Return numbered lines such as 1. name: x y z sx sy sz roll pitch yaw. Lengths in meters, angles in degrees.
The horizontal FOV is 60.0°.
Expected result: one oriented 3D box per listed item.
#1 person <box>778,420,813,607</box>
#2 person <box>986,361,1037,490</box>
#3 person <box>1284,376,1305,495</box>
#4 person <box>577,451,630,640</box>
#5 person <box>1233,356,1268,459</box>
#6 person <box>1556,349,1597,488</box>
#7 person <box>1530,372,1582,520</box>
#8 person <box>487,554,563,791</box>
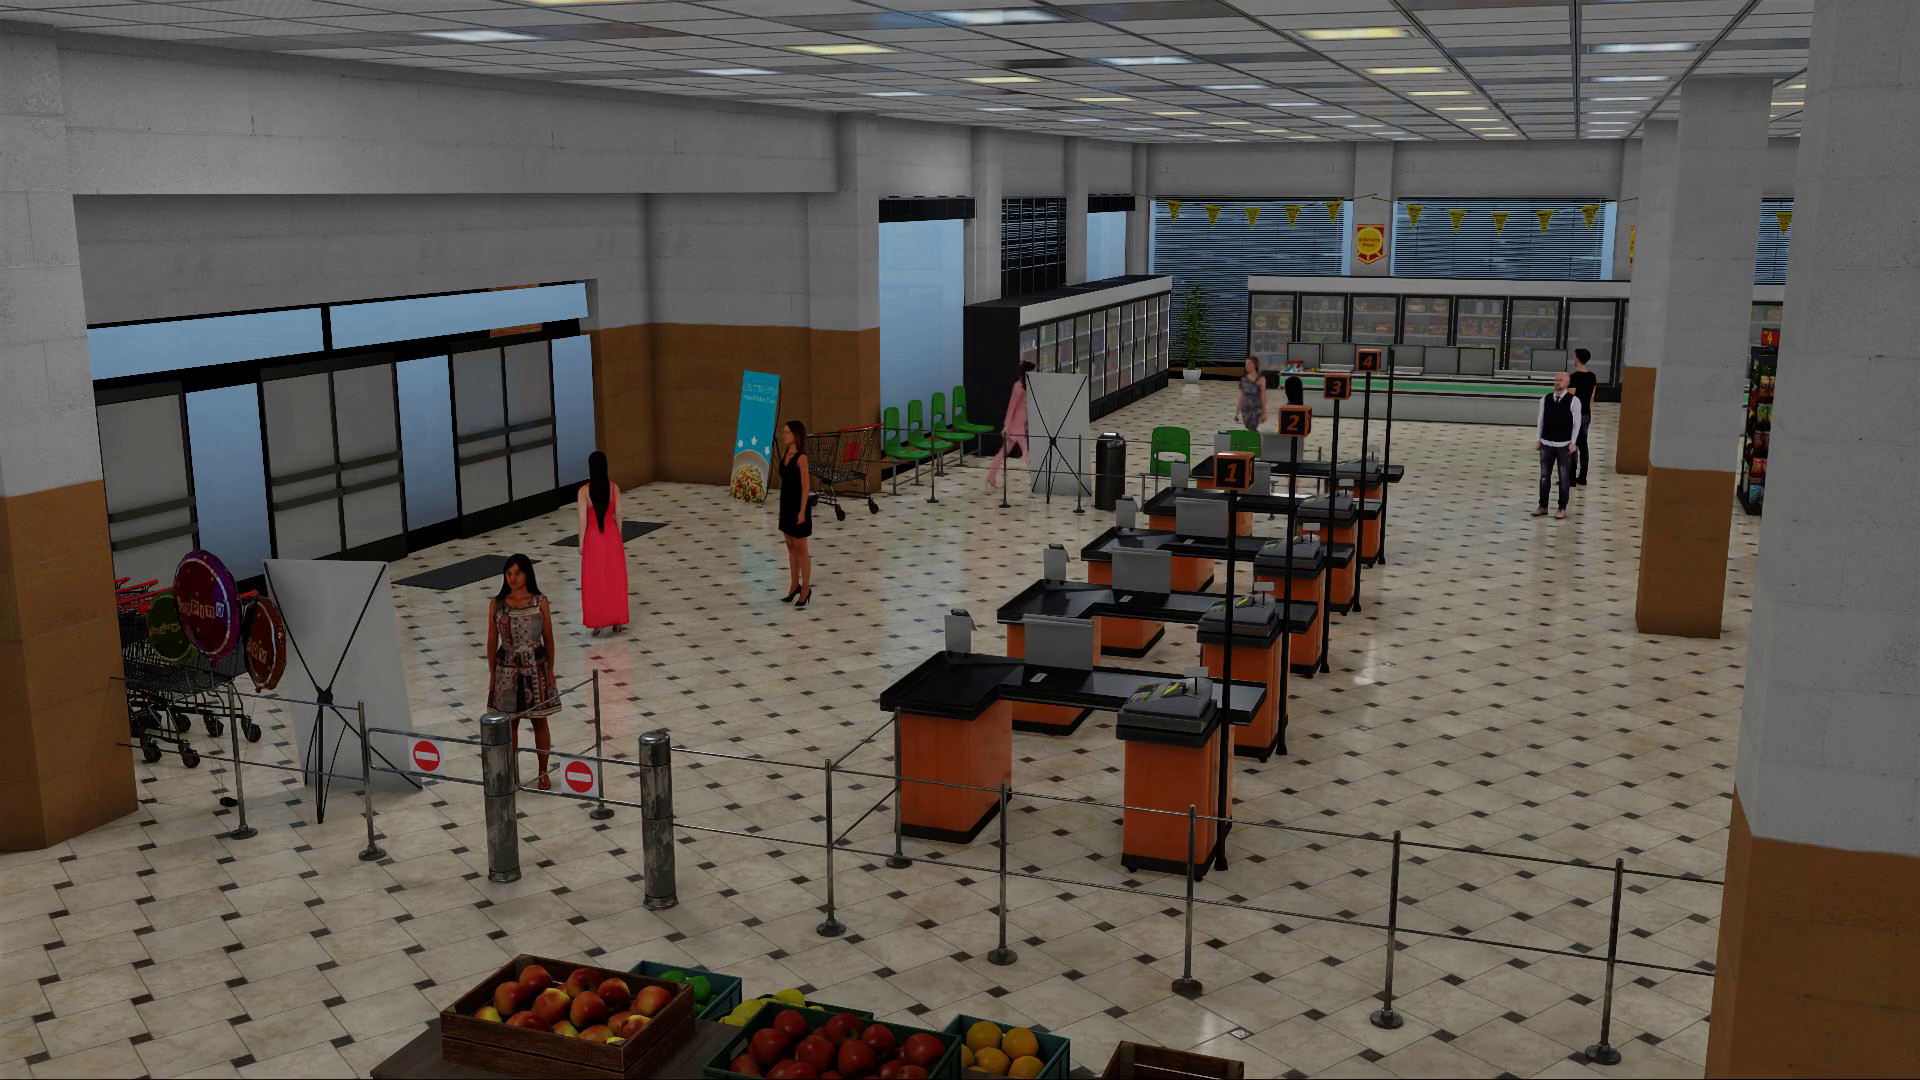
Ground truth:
1. person: -1.613 -0.264 16.346 0.732 1.834 0.640 -8 14 -34
2. person: 0.657 -1.498 22.474 1.169 1.725 0.746 3 12 16
3. person: 4.261 -1.250 21.344 0.516 1.706 0.588 5 13 21
4. person: -3.268 0.036 15.182 0.716 1.727 0.752 -8 14 -32
5. person: 4.292 -1.793 24.047 1.001 1.654 1.119 -10 16 -41
6. person: 8.553 -1.697 23.006 0.759 1.896 0.810 -6 13 -26
7. person: 7.459 -1.191 20.776 0.672 1.824 0.827 10 16 40
8. person: -2.968 0.907 11.314 0.637 1.617 0.784 -2 12 -7
